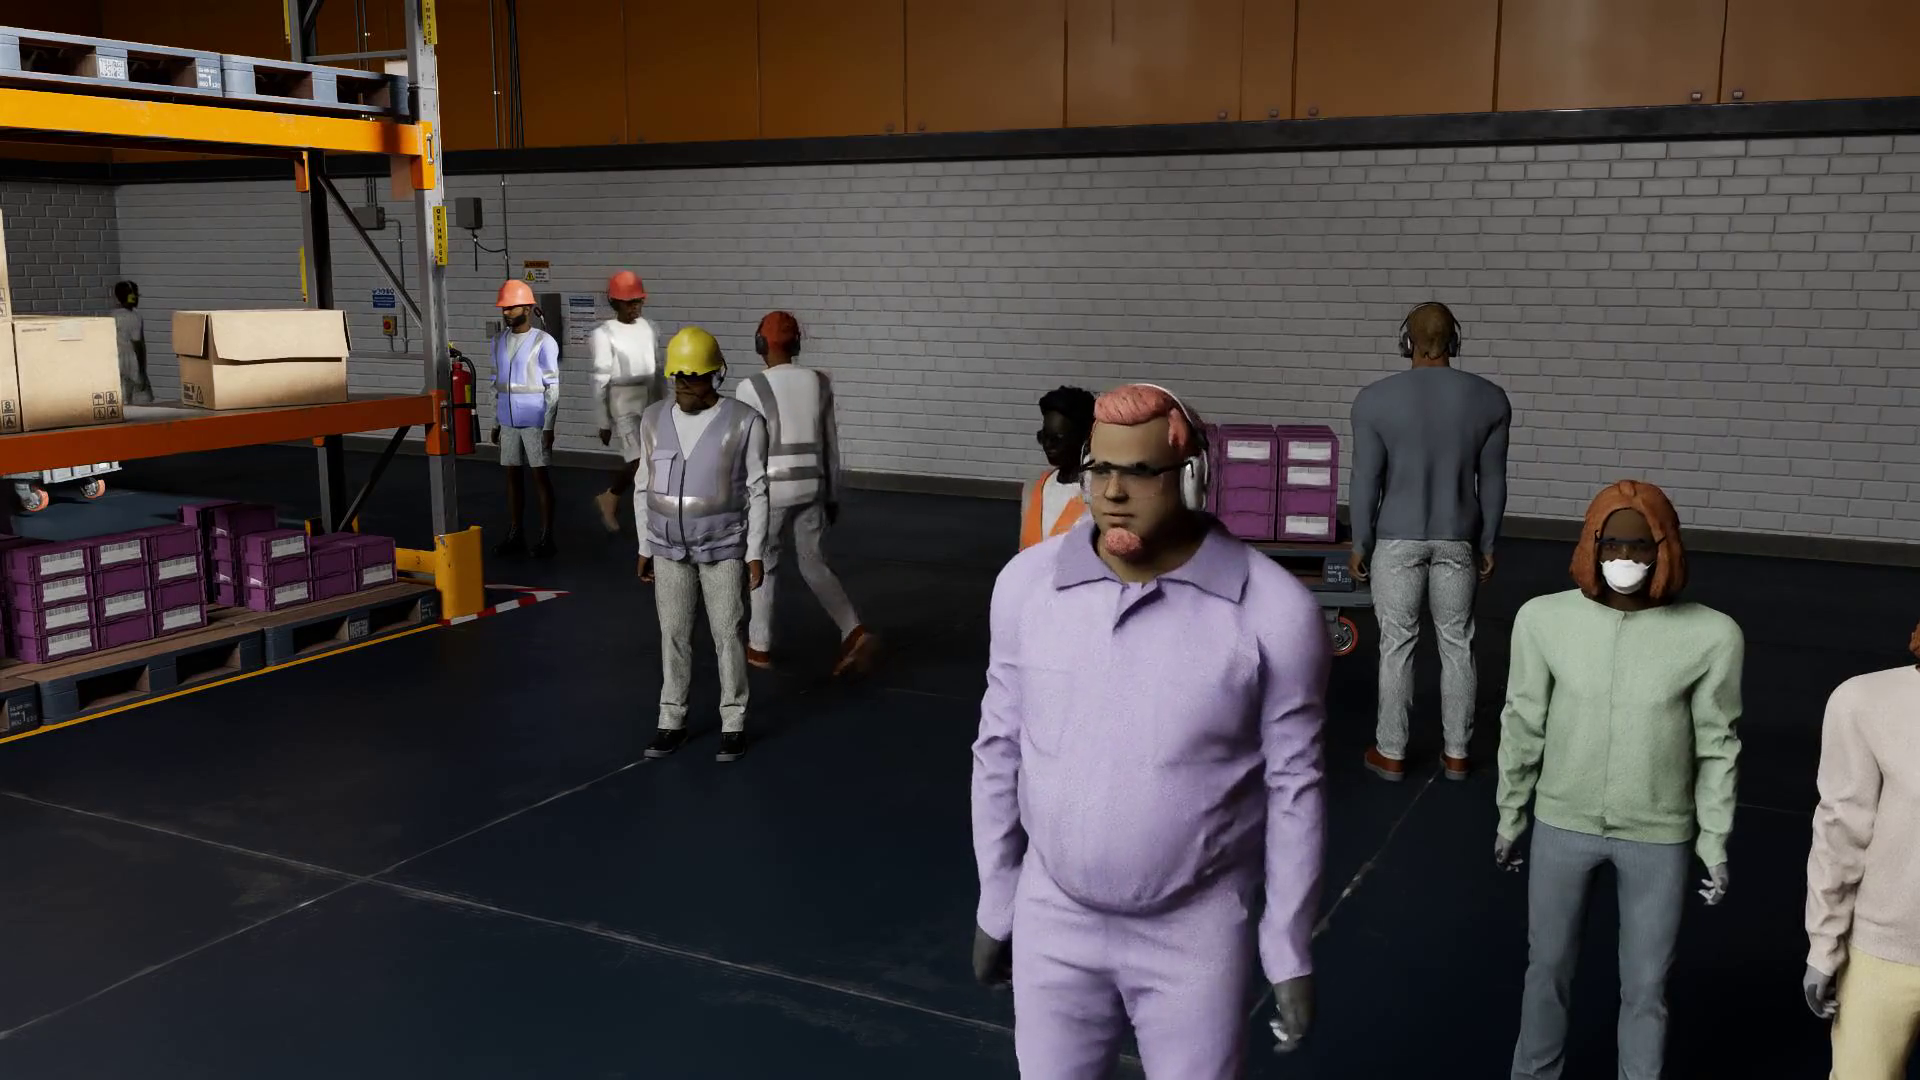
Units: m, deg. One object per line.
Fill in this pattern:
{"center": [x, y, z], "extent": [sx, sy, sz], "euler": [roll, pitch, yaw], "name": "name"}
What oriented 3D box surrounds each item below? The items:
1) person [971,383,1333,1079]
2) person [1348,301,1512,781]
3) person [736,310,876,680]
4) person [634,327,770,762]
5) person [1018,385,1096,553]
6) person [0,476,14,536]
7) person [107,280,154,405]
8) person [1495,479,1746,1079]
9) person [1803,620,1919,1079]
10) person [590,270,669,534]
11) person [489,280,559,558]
{"center": [0.309, 0.669, 2.994], "extent": [0.653, 1.906, 0.402], "euler": [4, 11, 24], "name": "person"}
{"center": [1.867, 0.017, 6.697], "extent": [0.629, 1.932, 0.379], "euler": [1, 10, 4], "name": "person"}
{"center": [-0.818, -0.219, 8.335], "extent": [0.611, 1.848, 0.870], "euler": [-8, 12, -37], "name": "person"}
{"center": [-1.091, 0.024, 6.967], "extent": [0.589, 1.822, 0.403], "euler": [2, 10, 11], "name": "person"}
{"center": [0.402, 0.314, 5.676], "extent": [0.404, 1.685, 0.534], "euler": [-7, 12, -35], "name": "person"}
{"center": [-5.475, -0.289, 9.074], "extent": [0.724, 1.718, 0.554], "euler": [0, 10, 0], "name": "person"}
{"center": [-8.652, -1.758, 17.233], "extent": [0.519, 1.849, 0.806], "euler": [5, 11, 25], "name": "person"}
{"center": [1.474, 0.671, 3.768], "extent": [0.508, 1.631, 0.265], "euler": [5, 11, 25], "name": "person"}
{"center": [1.838, 0.794, 3.091], "extent": [0.499, 1.629, 0.271], "euler": [4, 11, 22], "name": "person"}
{"center": [-2.416, -0.925, 11.958], "extent": [0.846, 2.006, 0.660], "euler": [6, 12, 32], "name": "person"}
{"center": [-3.060, -0.838, 11.624], "extent": [0.545, 1.938, 0.362], "euler": [4, 10, 21], "name": "person"}
